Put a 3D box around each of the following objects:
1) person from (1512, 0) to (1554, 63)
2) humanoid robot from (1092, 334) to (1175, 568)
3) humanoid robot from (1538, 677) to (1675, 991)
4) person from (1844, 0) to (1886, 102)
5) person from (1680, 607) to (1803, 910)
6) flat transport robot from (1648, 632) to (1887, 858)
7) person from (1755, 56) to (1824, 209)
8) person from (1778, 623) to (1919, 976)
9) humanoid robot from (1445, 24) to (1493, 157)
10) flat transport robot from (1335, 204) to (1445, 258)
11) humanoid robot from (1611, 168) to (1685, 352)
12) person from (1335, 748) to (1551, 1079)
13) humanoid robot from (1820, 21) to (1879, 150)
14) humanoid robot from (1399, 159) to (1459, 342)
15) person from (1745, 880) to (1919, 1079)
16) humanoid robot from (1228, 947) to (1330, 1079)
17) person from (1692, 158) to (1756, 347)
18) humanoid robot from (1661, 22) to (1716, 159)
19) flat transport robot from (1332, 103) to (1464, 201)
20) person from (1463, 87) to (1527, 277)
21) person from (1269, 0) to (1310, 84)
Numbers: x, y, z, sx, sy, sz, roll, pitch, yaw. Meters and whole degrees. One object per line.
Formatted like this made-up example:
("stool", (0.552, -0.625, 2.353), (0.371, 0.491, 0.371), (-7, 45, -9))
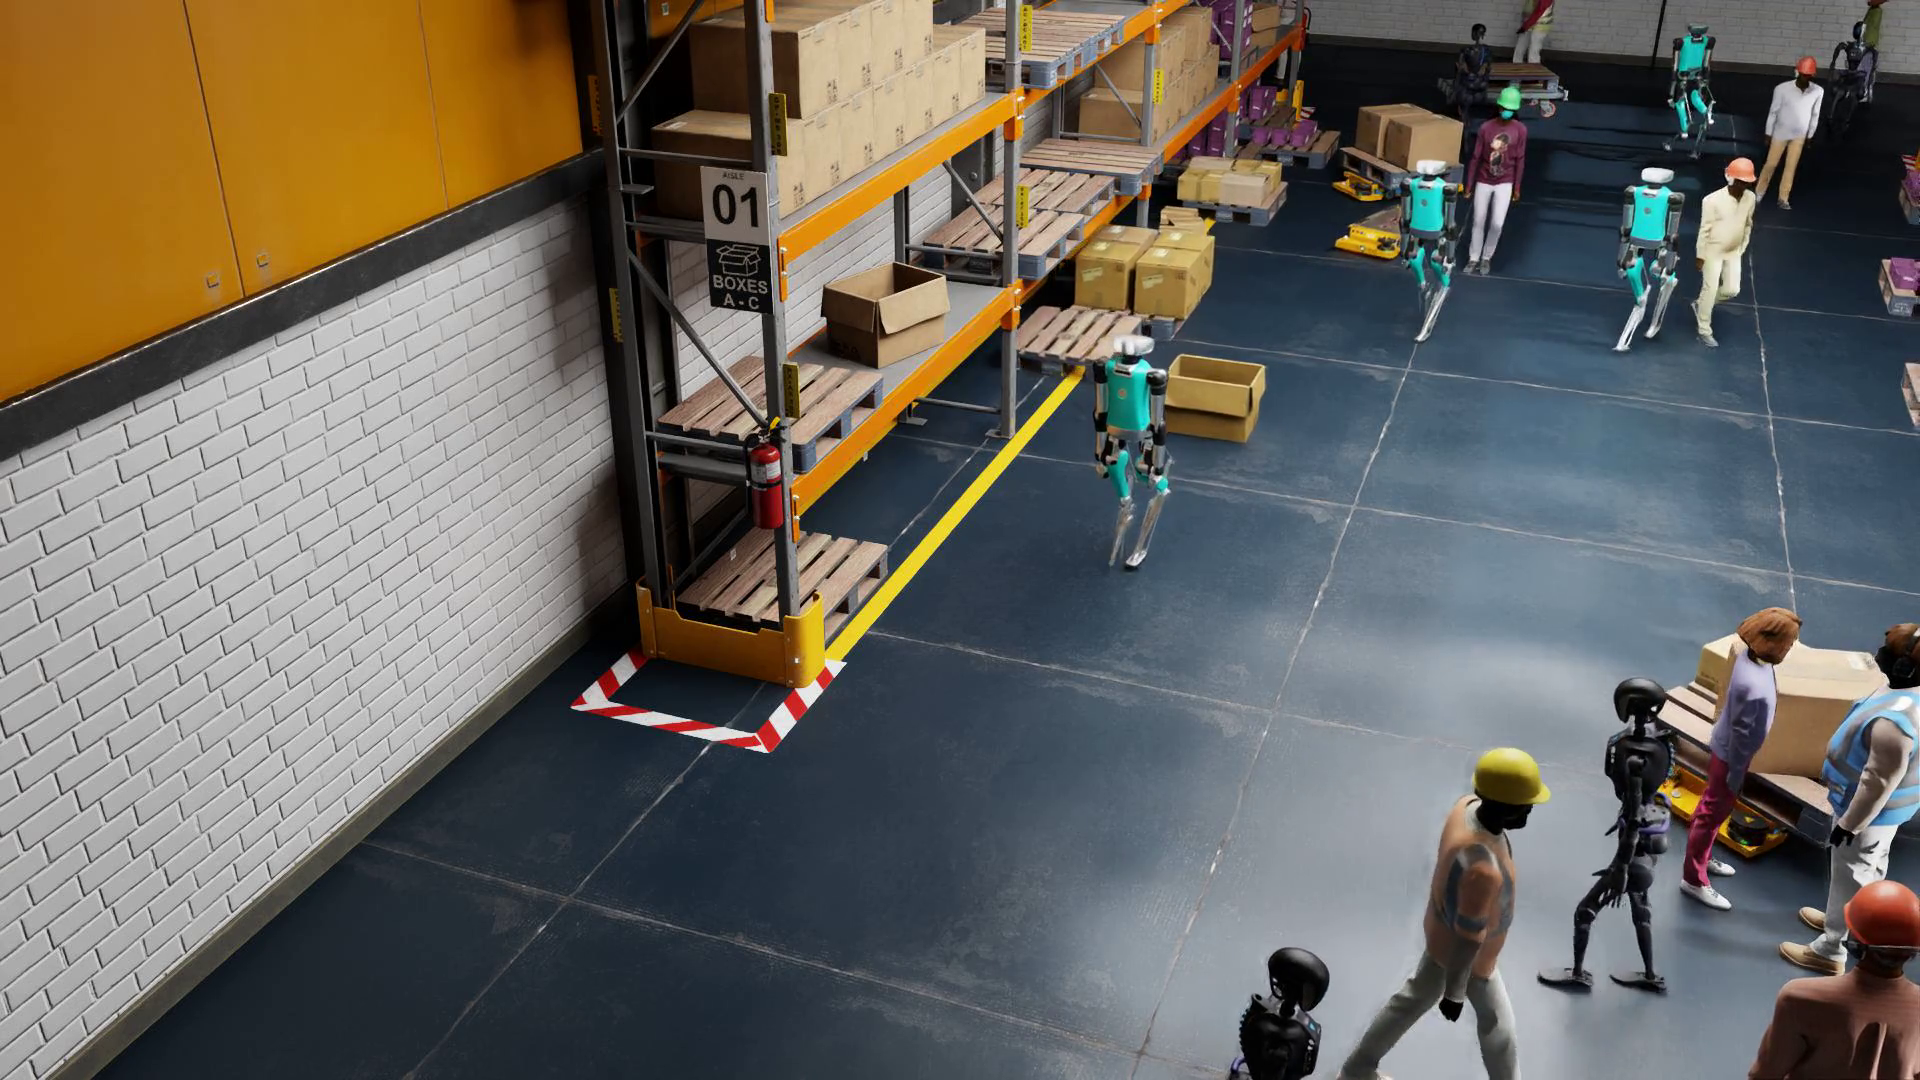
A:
("person", (8.555, -7.663, 24.924), (0.526, 1.815, 0.633), (-4, 28, -8))
("humanoid robot", (1.236, -0.574, 11.324), (0.538, 1.855, 0.710), (17, 32, 29))
("humanoid robot", (3.074, 1.363, 7.591), (0.543, 1.632, 0.610), (11, 29, 20))
("person", (13.150, -7.225, 24.280), (0.527, 1.611, 0.526), (6, 28, 12))
("person", (3.848, 1.049, 8.223), (0.283, 1.633, 0.498), (14, 30, 25))
("flat transport robot", (4.560, 1.308, 9.214), (1.431, 0.231, 0.659), (-15, 31, -27))
("person", (9.648, -4.728, 19.318), (0.566, 1.760, 0.358), (3, 27, 6))
("person", (4.205, 1.198, 7.711), (0.430, 1.845, 0.619), (23, 35, 37))
("humanoid robot", (6.585, -5.844, 21.556), (0.593, 1.645, 0.529), (-11, 29, -21))
("flat transport robot", (4.794, -3.410, 18.366), (0.659, 0.231, 1.431), (21, 34, 35))
("humanoid robot", (6.322, -2.564, 15.164), (0.554, 1.750, 1.046), (23, 35, 38))
("person", (2.096, 1.632, 6.833), (0.972, 1.876, 0.598), (3, 27, 6))
("humanoid robot", (11.644, -5.934, 21.733), (0.603, 1.643, 0.359), (19, 33, 32))
("humanoid robot", (4.383, -2.647, 15.377), (0.554, 1.870, 0.852), (19, 33, 32))
("person", (3.097, 2.048, 5.911), (0.616, 1.987, 0.401), (7, 28, 13))
("humanoid robot", (1.092, 2.138, 6.064), (0.409, 1.643, 0.616), (8, 28, 14))
("person", (7.010, -2.676, 15.334), (0.569, 1.735, 0.485), (-7, 28, -13))
("humanoid robot", (9.318, -5.640, 21.113), (0.548, 1.738, 1.042), (-2, 27, -4))
("flat transport robot", (5.308, -4.328, 20.145), (1.431, 0.231, 0.659), (-9, 29, -17))
("person", (5.456, -3.658, 17.021), (0.551, 1.937, 0.520), (10, 29, 18))
("person", (5.024, -7.946, 25.343), (0.634, 1.938, 0.363), (-12, 30, -22))
